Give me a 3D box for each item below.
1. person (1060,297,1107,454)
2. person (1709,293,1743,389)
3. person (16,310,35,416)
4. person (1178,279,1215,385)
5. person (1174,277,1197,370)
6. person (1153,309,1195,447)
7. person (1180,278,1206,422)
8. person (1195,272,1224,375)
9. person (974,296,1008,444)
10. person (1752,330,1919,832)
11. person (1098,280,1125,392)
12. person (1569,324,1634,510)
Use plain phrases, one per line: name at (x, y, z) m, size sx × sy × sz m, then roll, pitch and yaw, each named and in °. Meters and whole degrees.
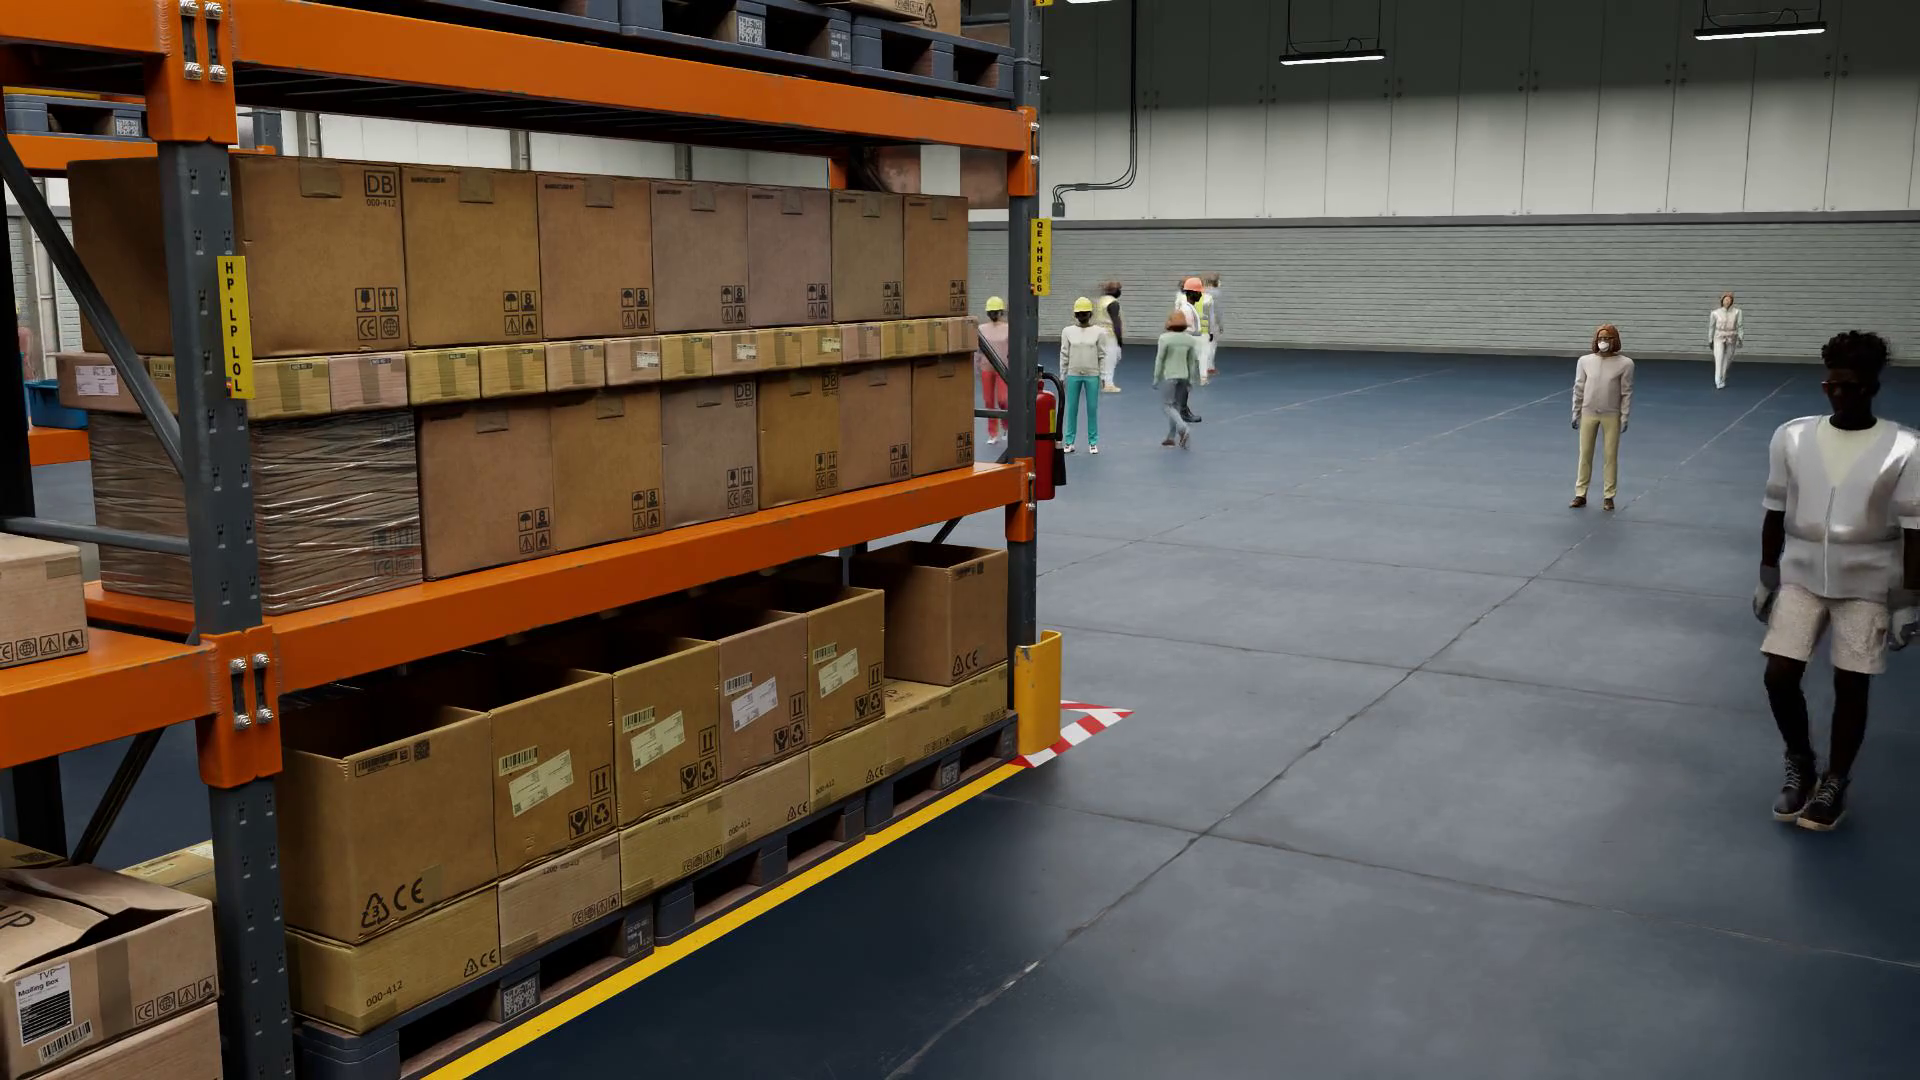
person at (1.386, -1.848, 18.763) m, size 0.533 × 1.767 × 0.324 m, roll 2°, pitch 10°, yaw 11°
person at (12.938, -3.371, 28.142) m, size 0.513 × 1.606 × 0.805 m, roll 2°, pitch 10°, yaw 12°
person at (-10.358, -1.741, 18.200) m, size 0.540 × 1.752 × 0.492 m, roll 3°, pitch 10°, yaw 18°
person at (4.087, -3.598, 28.776) m, size 0.633 × 1.846 × 0.429 m, roll 2°, pitch 10°, yaw 12°
person at (4.290, -4.184, 32.281) m, size 0.929 × 1.816 × 0.652 m, roll -6°, pitch 12°, yaw -33°
person at (2.507, -1.855, 19.223) m, size 0.510 × 1.615 × 0.619 m, roll -5°, pitch 11°, yaw -29°
person at (3.113, -2.556, 22.408) m, size 0.356 × 1.938 × 0.544 m, roll 2°, pitch 10°, yaw 9°
person at (4.735, -4.057, 31.225) m, size 0.470 × 1.921 × 0.636 m, roll -2°, pitch 10°, yaw -14°
person at (0.401, -2.000, 19.680) m, size 0.535 × 1.750 × 0.378 m, roll 3°, pitch 10°, yaw 17°
person at (3.350, 0.174, 6.375) m, size 0.639 × 1.947 × 0.464 m, roll 9°, pitch 13°, yaw 43°
person at (2.492, -3.331, 27.283) m, size 0.441 × 1.832 × 0.642 m, roll -1°, pitch 10°, yaw -6°
person at (5.649, -1.081, 14.660) m, size 0.499 × 1.633 × 0.286 m, roll 6°, pitch 11°, yaw 32°
